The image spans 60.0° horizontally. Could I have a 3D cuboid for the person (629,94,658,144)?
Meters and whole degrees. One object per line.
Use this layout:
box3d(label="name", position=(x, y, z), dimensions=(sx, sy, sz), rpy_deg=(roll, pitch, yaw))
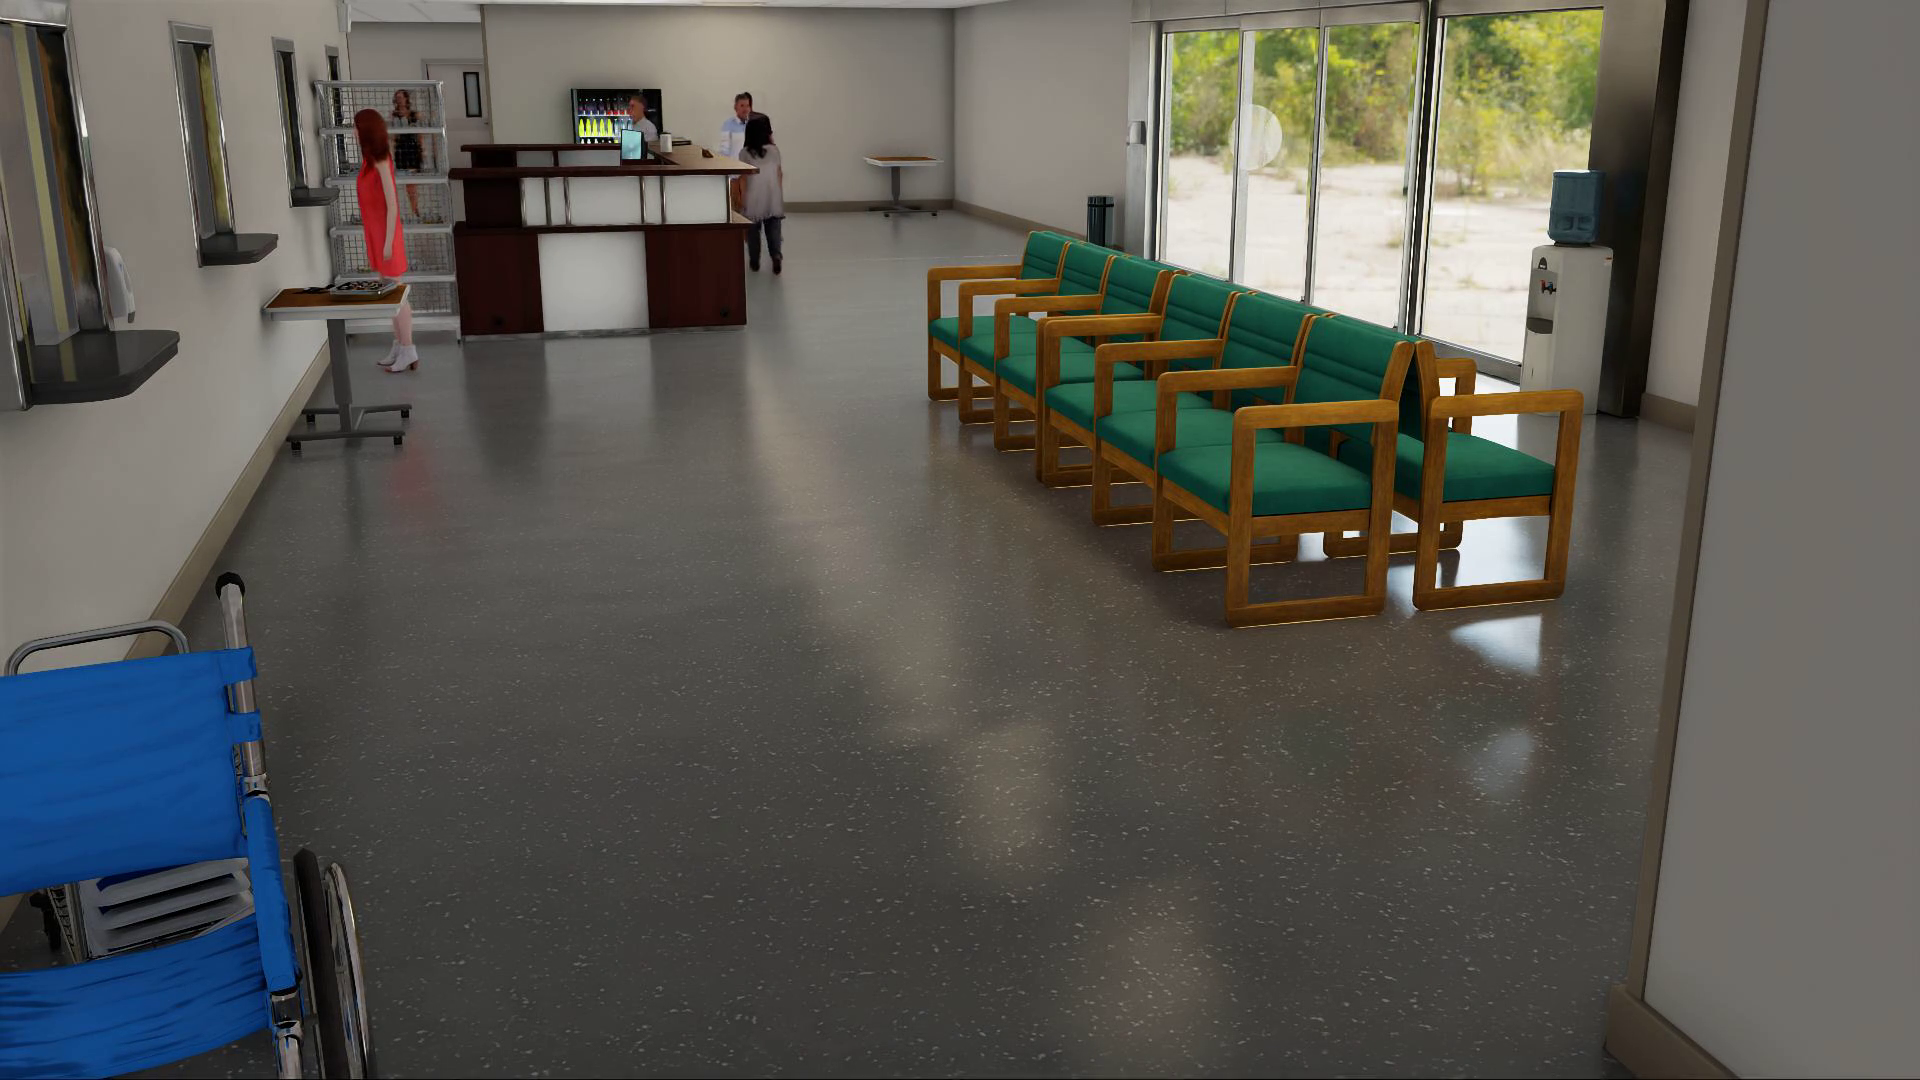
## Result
box3d(label="person", position=(-3.773, -4.469, 20.164), dimensions=(0.792, 1.805, 0.787), rpy_deg=(-14, 21, -41))

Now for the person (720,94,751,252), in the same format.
box3d(label="person", position=(-2.614, -4.311, 19.597), dimensions=(0.935, 1.809, 0.939), rpy_deg=(-12, 20, -37))

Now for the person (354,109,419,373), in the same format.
box3d(label="person", position=(-4.064, -2.116, 11.779), dimensions=(0.591, 1.825, 0.648), rpy_deg=(-8, 18, -27))

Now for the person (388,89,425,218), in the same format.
box3d(label="person", position=(-7.654, -5.291, 23.075), dimensions=(0.958, 1.806, 0.734), rpy_deg=(-2, 16, -9))

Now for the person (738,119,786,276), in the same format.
box3d(label="person", position=(-2.044, -3.554, 17.325), dimensions=(0.932, 1.583, 0.685), rpy_deg=(-4, 16, -14))

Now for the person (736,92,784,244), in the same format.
box3d(label="person", position=(-2.457, -4.519, 20.353), dimensions=(1.224, 1.798, 1.048), rpy_deg=(-7, 17, -22))
